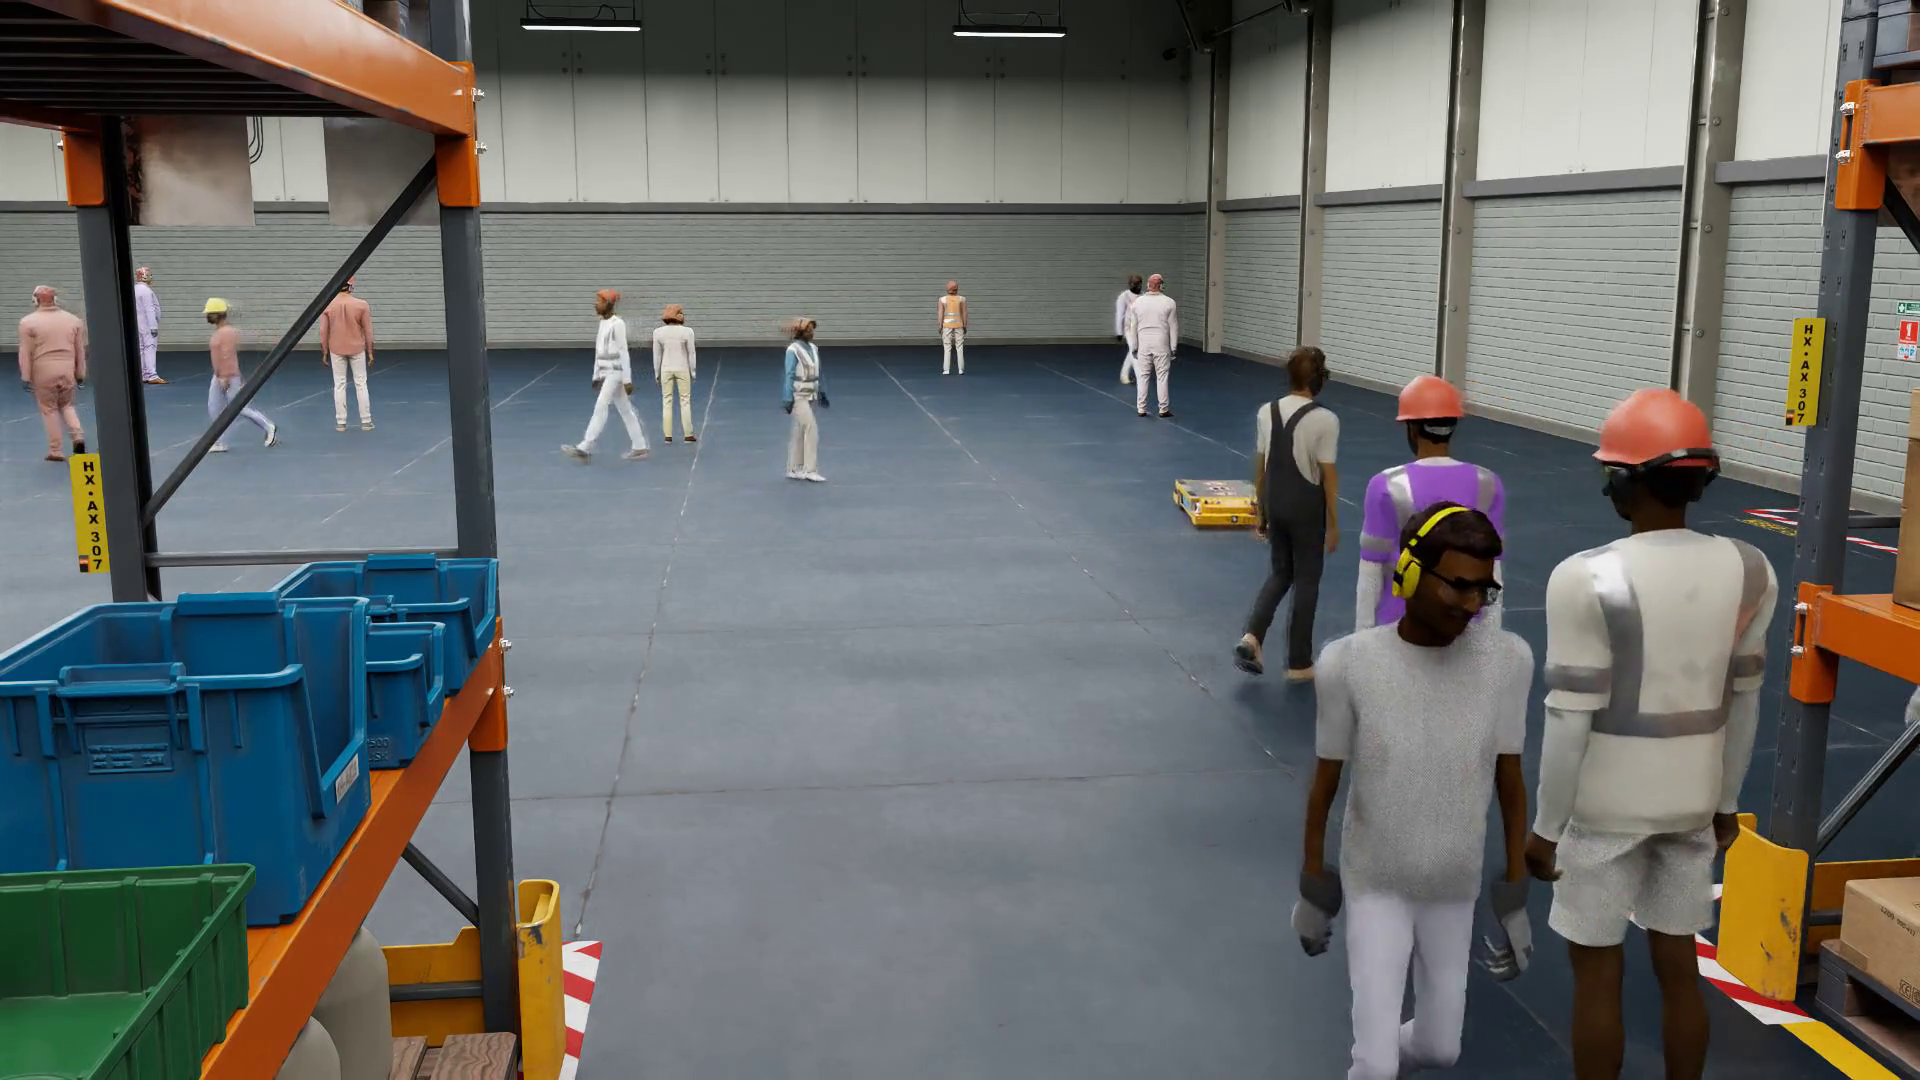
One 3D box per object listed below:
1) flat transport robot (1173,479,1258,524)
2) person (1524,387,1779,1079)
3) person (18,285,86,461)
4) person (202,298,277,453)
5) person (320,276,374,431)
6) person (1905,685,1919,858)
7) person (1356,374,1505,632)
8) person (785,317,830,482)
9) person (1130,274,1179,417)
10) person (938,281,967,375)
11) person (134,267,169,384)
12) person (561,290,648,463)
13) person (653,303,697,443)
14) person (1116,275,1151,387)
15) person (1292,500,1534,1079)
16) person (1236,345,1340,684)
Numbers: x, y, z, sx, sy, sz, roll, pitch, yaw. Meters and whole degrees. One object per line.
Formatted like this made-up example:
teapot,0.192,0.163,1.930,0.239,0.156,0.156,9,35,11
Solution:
flat transport robot,2.262,-0.341,14.398,0.652,0.197,1.431,0,10,0
person,1.687,0.640,4.164,0.618,2.042,0.382,-3,11,-15
person,-9.769,-1.784,17.881,0.415,1.892,0.645,7,12,33
person,-8.159,-1.850,18.649,0.520,1.735,0.755,10,14,43
person,-7.610,-2.349,20.673,0.616,1.993,0.395,-3,11,-15
person,3.725,0.390,6.170,0.445,1.804,0.606,8,13,39
person,1.816,0.313,6.404,0.545,1.890,0.978,-1,10,-7
person,-1.457,-1.372,16.364,0.624,1.619,0.518,4,11,21
person,2.607,-2.589,22.233,0.651,1.907,0.409,4,11,21
person,-0.127,-3.697,29.035,0.514,1.641,0.309,-1,10,-7
person,-13.302,-3.504,27.252,0.638,1.909,0.408,10,14,43
person,-3.810,-1.743,17.779,0.986,1.831,0.602,-5,11,-24
person,-3.328,-1.944,19.449,0.498,1.633,0.283,1,10,3
person,2.831,-3.395,26.966,0.626,1.801,0.941,-7,13,-35
person,1.041,0.790,3.918,0.514,1.838,0.777,0,10,-2
person,1.783,-0.120,8.887,0.467,1.833,0.515,-9,14,-41
